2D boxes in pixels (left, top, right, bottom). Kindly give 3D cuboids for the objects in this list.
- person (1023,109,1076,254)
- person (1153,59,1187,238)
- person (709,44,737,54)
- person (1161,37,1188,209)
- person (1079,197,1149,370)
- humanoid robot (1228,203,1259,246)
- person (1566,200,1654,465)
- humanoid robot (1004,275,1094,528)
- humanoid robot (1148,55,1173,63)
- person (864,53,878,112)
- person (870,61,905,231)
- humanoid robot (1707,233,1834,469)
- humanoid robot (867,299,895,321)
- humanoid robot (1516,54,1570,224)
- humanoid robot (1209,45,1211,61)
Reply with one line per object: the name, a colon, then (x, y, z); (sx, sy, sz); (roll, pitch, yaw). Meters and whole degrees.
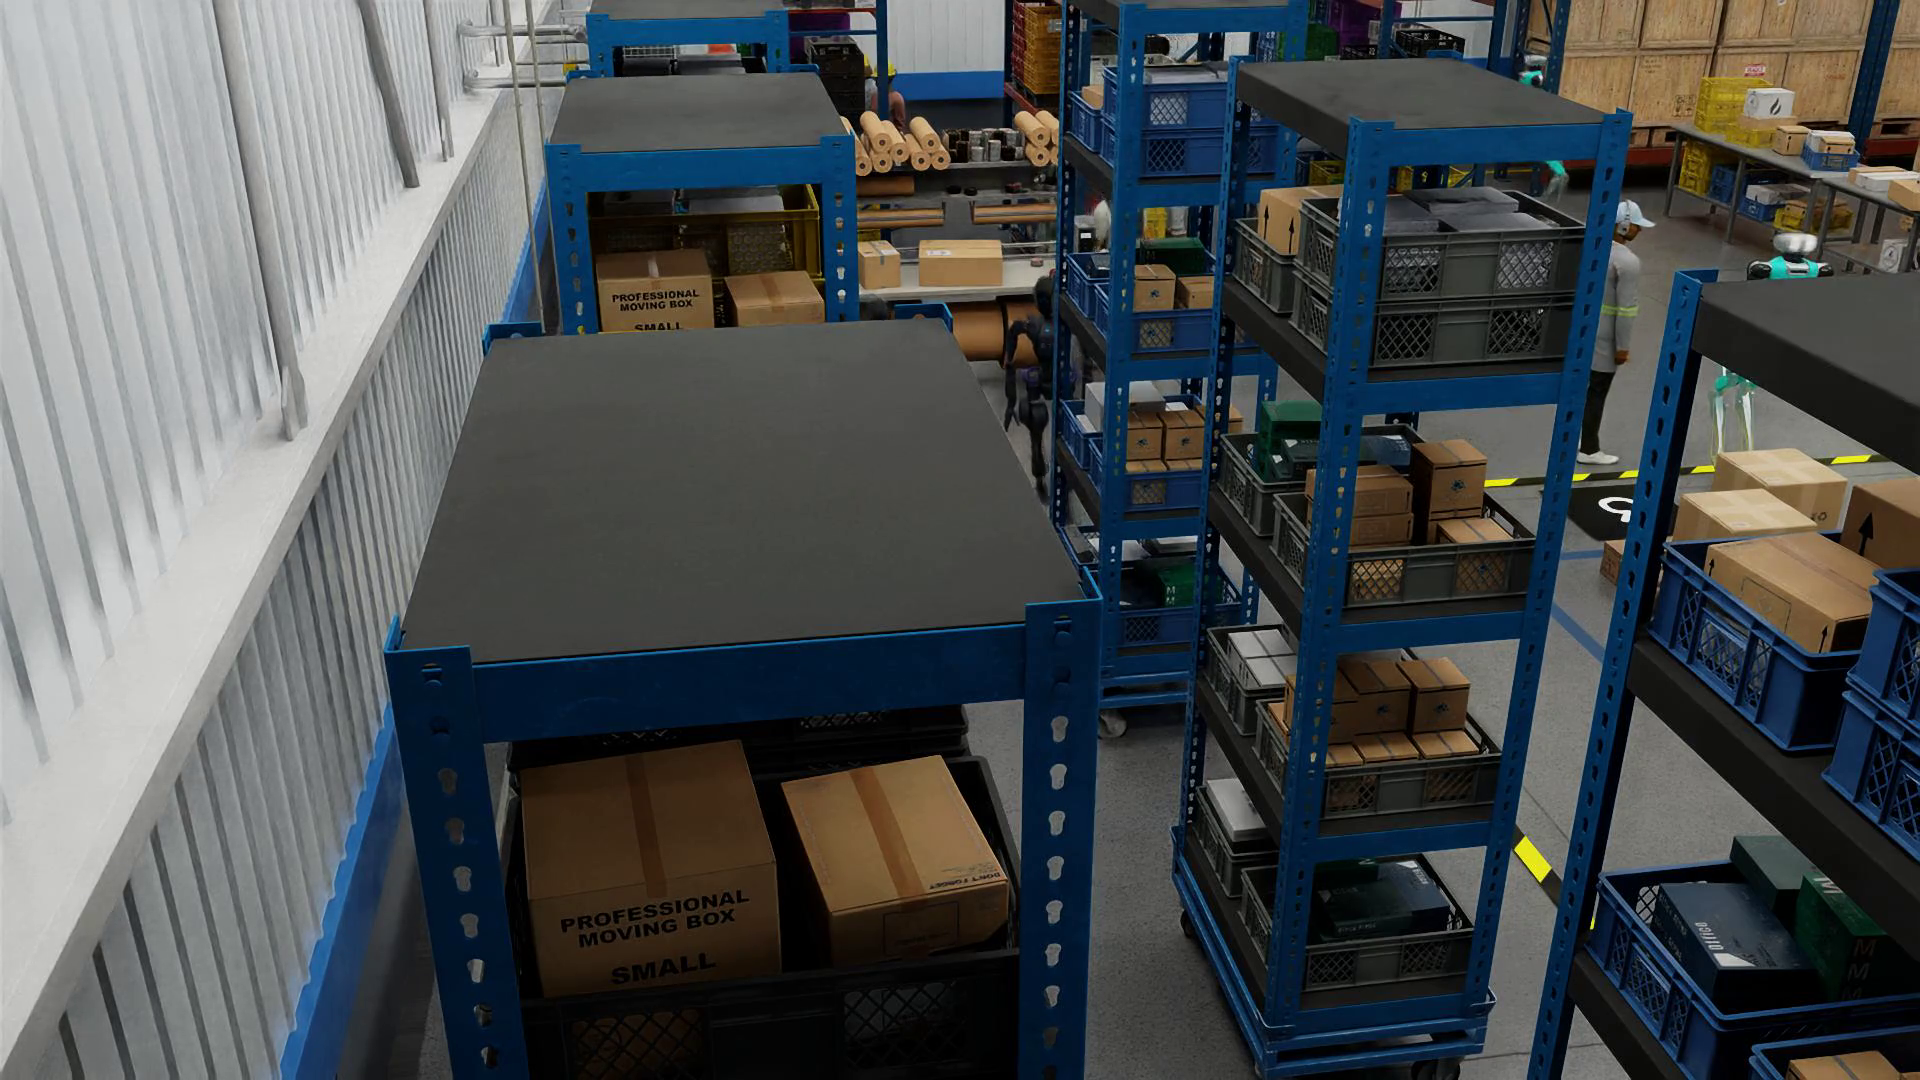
person: (0.852, -2.822, 14.583); (0.590, 1.833, 0.631); (-12, 27, -24)
person: (2.218, -3.989, 17.087); (0.429, 1.841, 0.630); (-16, 29, -30)
person: (-2.419, -4.227, 17.376); (0.606, 2.041, 0.387); (7, 26, 15)
person: (2.223, -4.575, 18.338); (0.992, 1.863, 0.604); (-1, 25, -2)
person: (1.242, -2.106, 13.033); (0.514, 1.812, 0.918); (-20, 31, -36)
humanoid robot: (2.842, -3.762, 16.788); (0.588, 1.656, 0.338); (3, 25, 7)
person: (4.465, -1.439, 11.537); (0.405, 1.848, 0.589); (-7, 26, -15)
humanoid robot: (0.585, -0.904, 10.636); (0.610, 1.674, 0.491); (3, 25, 7)
humanoid robot: (1.982, -4.343, 17.976); (0.540, 1.792, 0.669); (-17, 30, -33)
person: (-1.056, -4.441, 18.194); (0.483, 1.737, 0.309); (-11, 27, -23)
person: (-0.783, -4.158, 17.560); (0.332, 1.775, 0.530); (-22, 32, -39)
humanoid robot: (5.366, -1.303, 11.208); (0.533, 1.681, 0.735); (1, 25, 2)
humanoid robot: (-0.517, -0.673, 10.105); (0.594, 1.630, 0.658); (-10, 26, -20)
humanoid robot: (6.356, -4.304, 17.919); (0.833, 1.794, 0.599); (-2, 25, -4)
humanoid robot: (2.559, -4.649, 18.635); (1.005, 1.723, 0.535); (-9, 26, -18)
